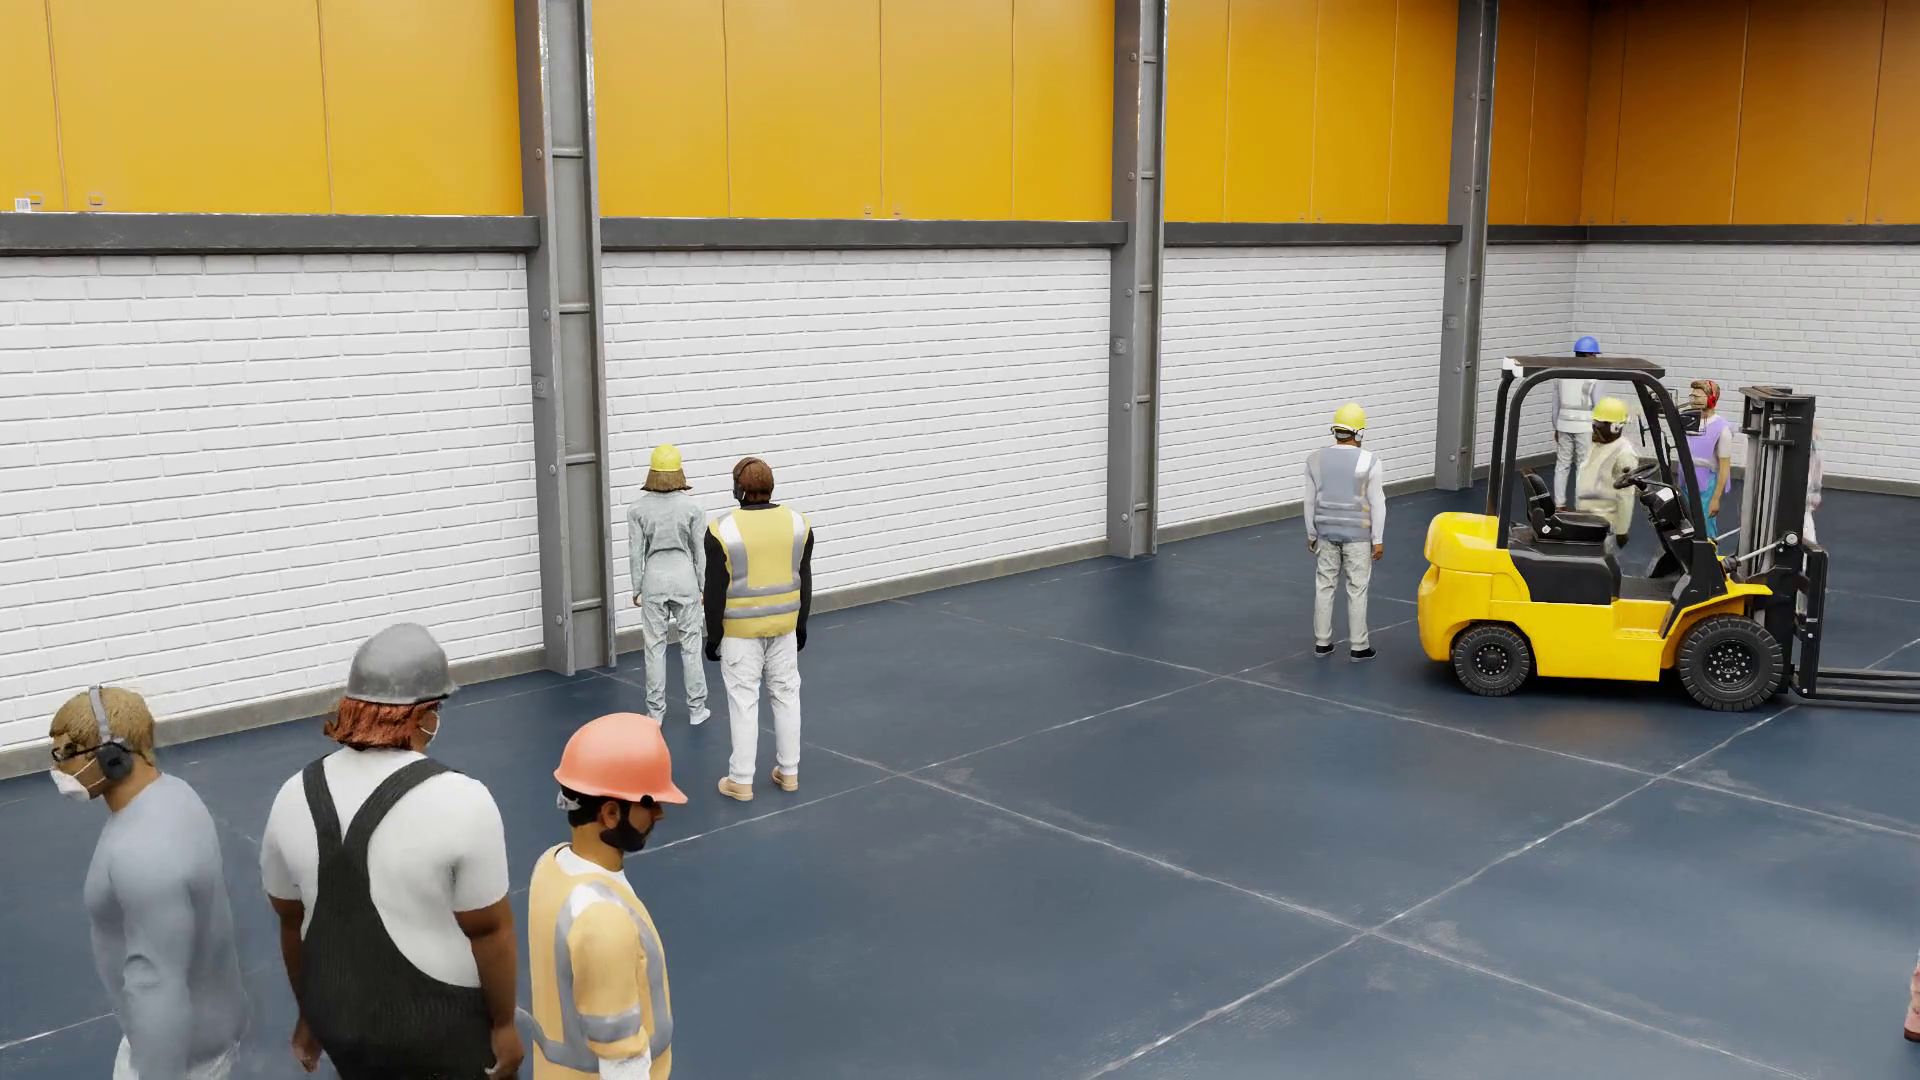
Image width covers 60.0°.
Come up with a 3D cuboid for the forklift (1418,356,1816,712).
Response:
[{"bbox_3d":[4.276,-0.101,11.076,2.313,2.155,1.214,2,11,13],"label":"forklift"}]

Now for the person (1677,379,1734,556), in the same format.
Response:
[{"bbox_3d":[6.058,-0.388,13.592,0.390,1.846,0.564,-2,11,-11],"label":"person"}]

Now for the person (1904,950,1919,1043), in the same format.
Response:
[{"bbox_3d":[3.799,0.994,5.976,0.429,1.882,0.671,-2,11,-10],"label":"person"}]

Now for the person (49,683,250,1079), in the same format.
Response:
[{"bbox_3d":[-1.929,1.288,4.292,0.697,1.913,0.663,-5,11,-24],"label":"person"}]

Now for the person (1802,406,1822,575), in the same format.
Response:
[{"bbox_3d":[6.297,-0.202,12.666,0.449,1.808,0.673,1,10,5],"label":"person"}]

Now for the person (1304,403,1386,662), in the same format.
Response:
[{"bbox_3d":[2.734,-0.052,11.793,0.588,1.835,0.402,7,13,34],"label":"person"}]

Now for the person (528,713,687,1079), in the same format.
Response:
[{"bbox_3d":[-0.803,1.347,3.908,0.372,1.928,0.543,-5,12,-28],"label":"person"}]

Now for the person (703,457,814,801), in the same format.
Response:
[{"bbox_3d":[-1.090,0.471,8.914,0.625,1.846,0.429,-7,12,-32],"label":"person"}]

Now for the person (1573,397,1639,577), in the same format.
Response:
[{"bbox_3d":[4.898,-0.179,12.536,0.680,1.817,0.602,0,10,-1],"label":"person"}]

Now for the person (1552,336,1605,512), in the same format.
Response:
[{"bbox_3d":[6.564,-1.182,17.654,0.402,1.944,0.605,-7,13,-34],"label":"person"}]

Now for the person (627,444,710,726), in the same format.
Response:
[{"bbox_3d":[-1.783,0.280,10.228,0.485,1.745,0.296,-1,10,-6],"label":"person"}]

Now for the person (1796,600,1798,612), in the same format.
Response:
[{"bbox_3d":[6.258,-0.147,12.892,0.600,1.606,0.522,5,11,25],"label":"person"}]
